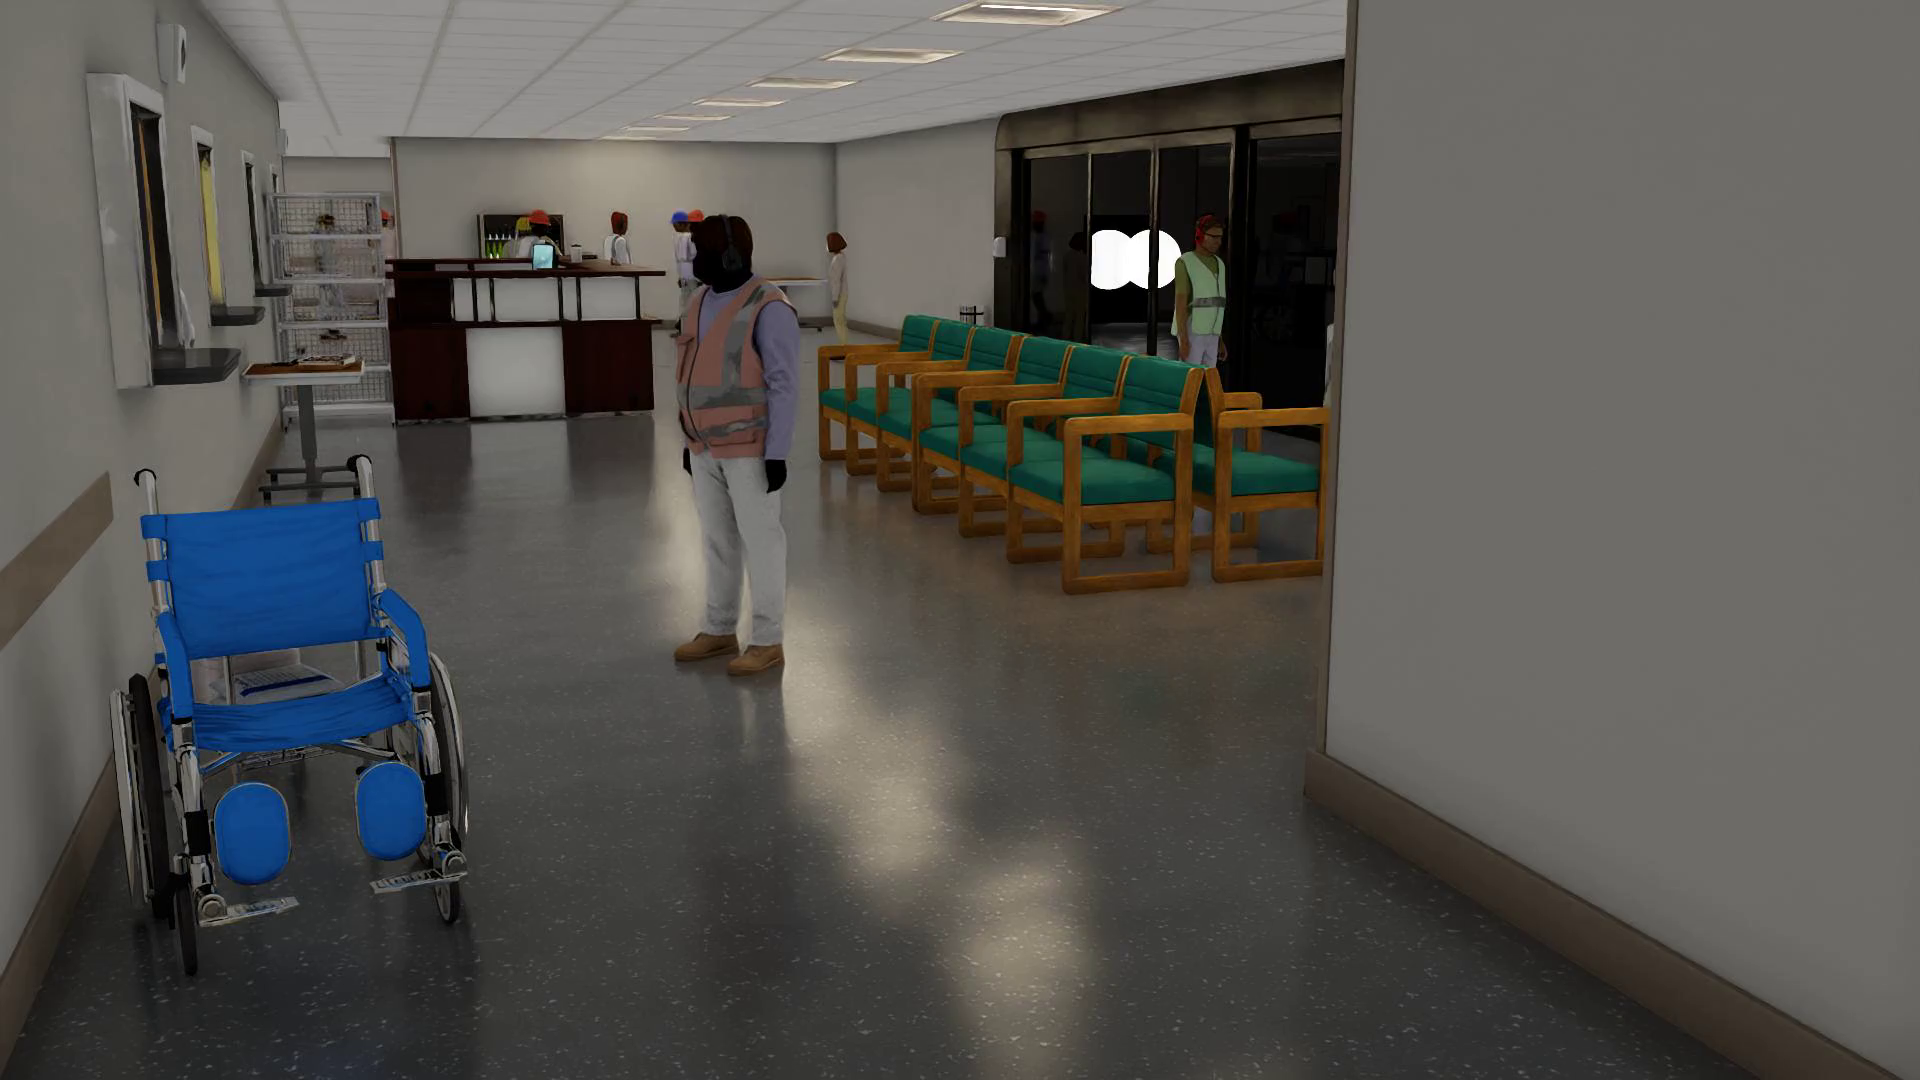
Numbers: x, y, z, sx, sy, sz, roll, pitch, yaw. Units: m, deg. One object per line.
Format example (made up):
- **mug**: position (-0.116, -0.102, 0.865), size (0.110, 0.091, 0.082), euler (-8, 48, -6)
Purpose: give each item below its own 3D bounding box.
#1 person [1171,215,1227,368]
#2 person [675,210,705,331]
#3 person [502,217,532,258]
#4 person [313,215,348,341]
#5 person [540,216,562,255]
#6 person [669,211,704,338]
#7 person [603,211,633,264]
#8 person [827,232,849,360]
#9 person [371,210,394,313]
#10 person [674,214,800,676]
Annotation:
- **person**: position (1.790, -1.502, 12.473), size (0.388, 1.838, 0.564), euler (9, 14, 39)
- **person**: position (-3.948, -3.936, 24.742), size (0.426, 1.919, 0.576), euler (-5, 12, -26)
- **person**: position (-5.794, -3.390, 22.211), size (0.595, 1.823, 0.403), euler (-5, 12, -25)
- **person**: position (-9.284, -3.849, 24.469), size (0.484, 1.850, 0.537), euler (3, 11, 15)
- **person**: position (-5.352, -3.302, 21.744), size (0.431, 1.835, 0.625), euler (-2, 11, -10)
- **person**: position (-4.018, -4.027, 25.227), size (0.795, 1.919, 0.619), euler (-5, 12, -25)
- **person**: position (-4.338, -3.232, 21.223), size (0.356, 1.887, 0.572), euler (-7, 13, -33)
- **person**: position (-1.561, -3.103, 21.248), size (0.285, 1.627, 0.504), euler (1, 11, 3)
- **person**: position (-10.877, -5.252, 31.460), size (0.552, 1.937, 0.356), euler (-10, 15, -43)
- **person**: position (-0.918, -0.377, 6.707), size (0.624, 1.841, 0.430), euler (11, 15, 44)
